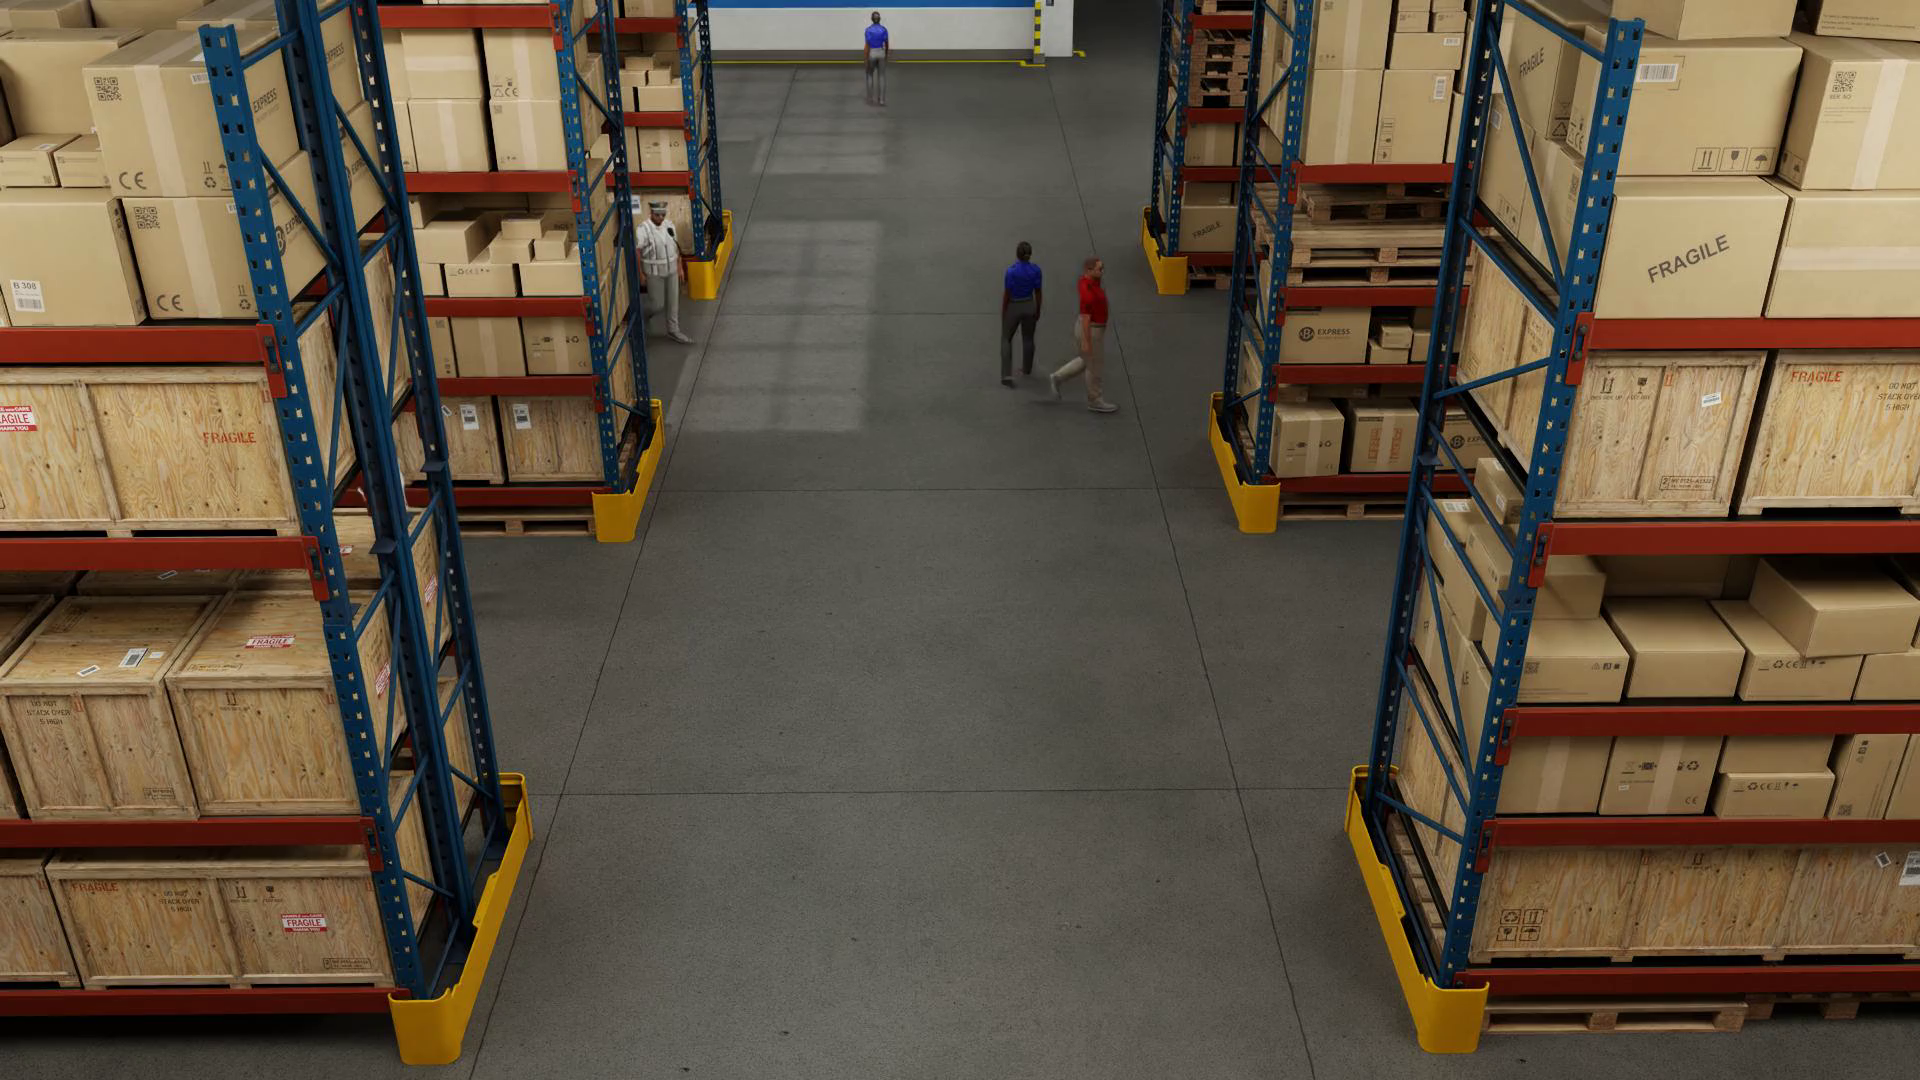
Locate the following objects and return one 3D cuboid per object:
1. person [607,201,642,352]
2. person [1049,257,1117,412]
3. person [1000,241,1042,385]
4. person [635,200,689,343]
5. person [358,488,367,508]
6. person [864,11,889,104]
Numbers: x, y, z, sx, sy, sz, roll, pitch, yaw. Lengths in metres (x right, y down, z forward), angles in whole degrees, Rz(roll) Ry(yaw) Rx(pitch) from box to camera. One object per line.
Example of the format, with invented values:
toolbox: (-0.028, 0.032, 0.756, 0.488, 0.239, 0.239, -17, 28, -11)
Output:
person: (-4.029, -3.145, 19.739, 0.436, 1.809, 0.608, 1, 28, 3)
person: (1.371, -2.262, 18.121, 0.701, 1.718, 0.558, -1, 28, -2)
person: (0.668, -2.595, 18.880, 0.507, 1.693, 0.507, -8, 29, -15)
person: (-3.608, -3.229, 19.900, 0.596, 1.745, 0.610, -24, 36, -37)
person: (-4.774, -0.086, 14.004, 0.566, 1.778, 0.603, -15, 32, -25)
person: (-1.545, -8.877, 30.502, 0.467, 1.648, 0.681, -6, 29, -11)
